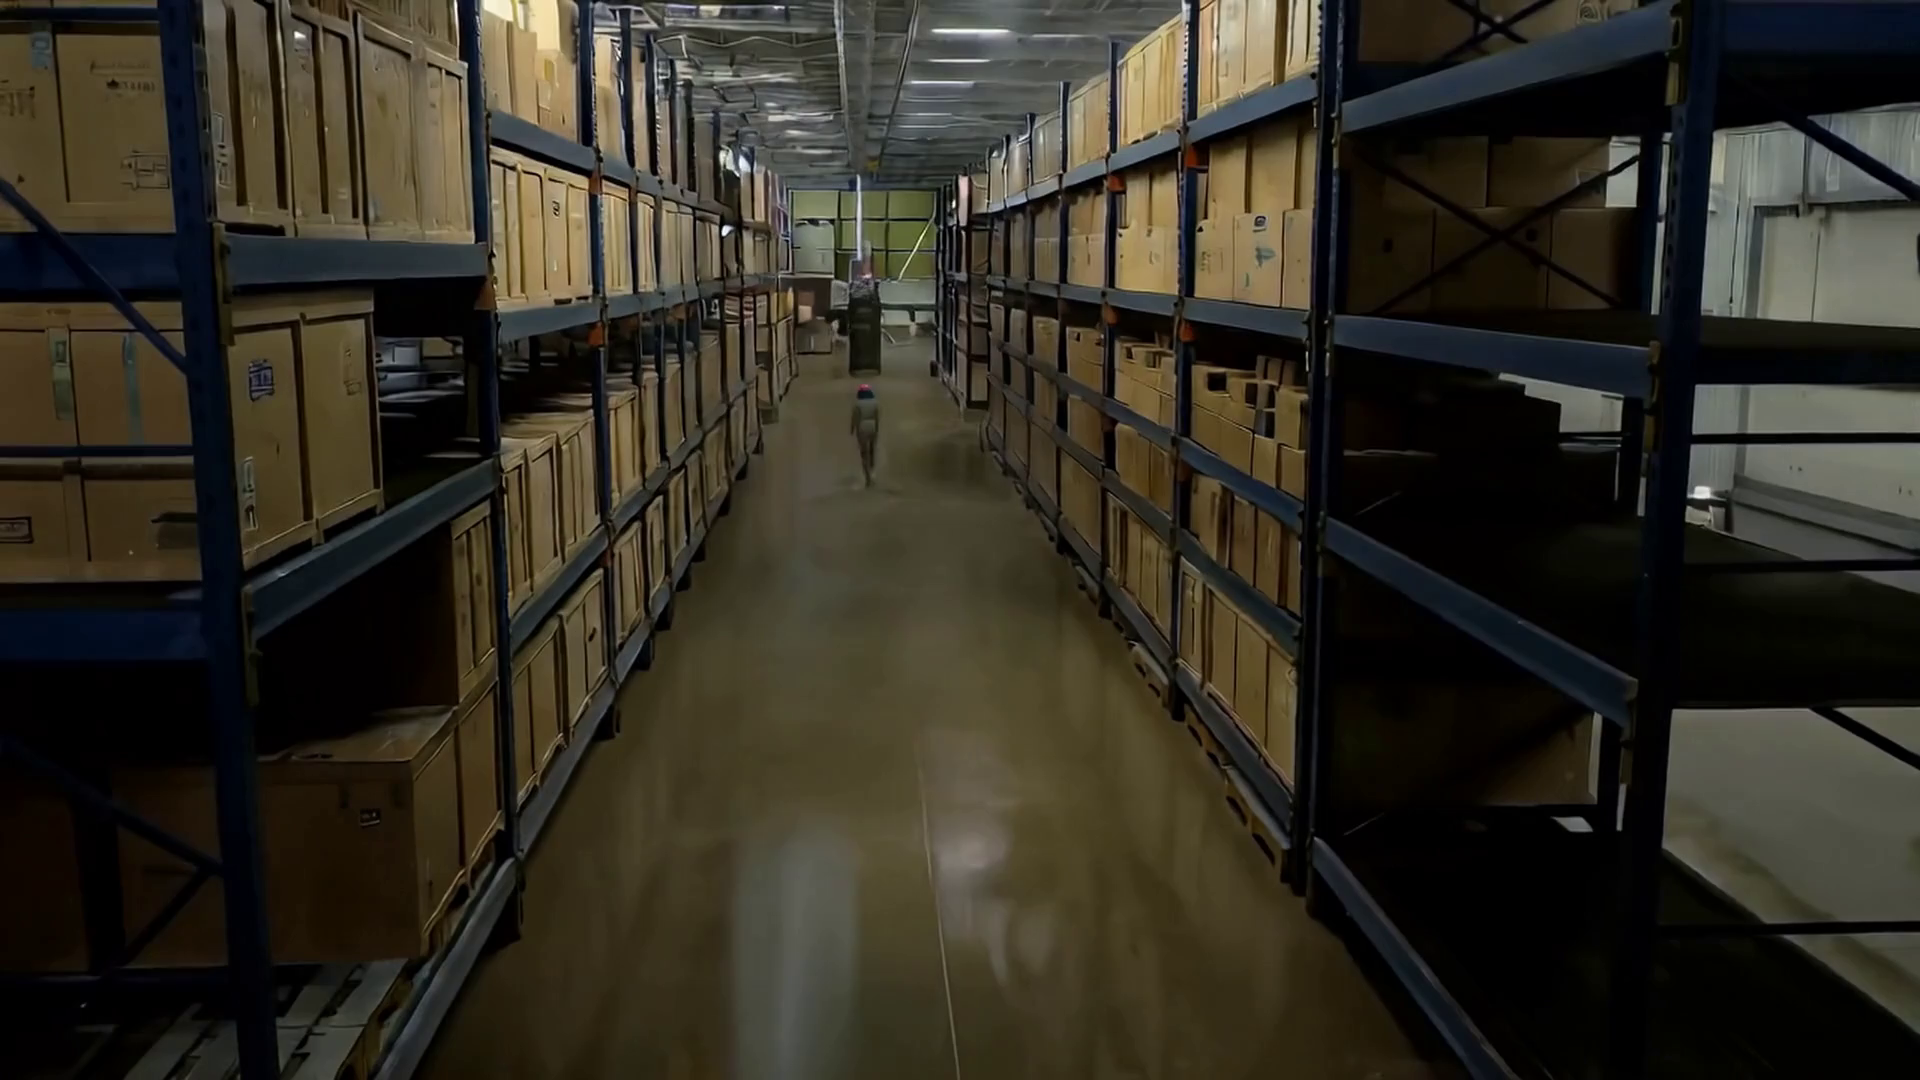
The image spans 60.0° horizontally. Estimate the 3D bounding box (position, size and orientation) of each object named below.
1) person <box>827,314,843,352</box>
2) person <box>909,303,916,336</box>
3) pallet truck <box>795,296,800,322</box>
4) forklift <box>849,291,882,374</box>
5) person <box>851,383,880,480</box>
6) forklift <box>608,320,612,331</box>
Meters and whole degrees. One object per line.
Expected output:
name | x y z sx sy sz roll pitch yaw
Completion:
person | -5.308 -8.808 70.771 0.532 1.647 0.900 -8 13 -41
person | -2.473 -11.503 86.744 0.320 1.684 0.540 4 10 24
pallet truck | -8.622 -12.439 91.403 1.885 1.965 0.823 2 10 13
forklift | -3.263 -7.134 57.080 1.129 2.768 1.873 -1 10 -3
person | -1.698 -1.934 29.483 0.501 1.700 0.875 -3 10 -17
forklift | -13.457 -8.353 64.366 1.873 2.768 1.129 -1 10 -3
